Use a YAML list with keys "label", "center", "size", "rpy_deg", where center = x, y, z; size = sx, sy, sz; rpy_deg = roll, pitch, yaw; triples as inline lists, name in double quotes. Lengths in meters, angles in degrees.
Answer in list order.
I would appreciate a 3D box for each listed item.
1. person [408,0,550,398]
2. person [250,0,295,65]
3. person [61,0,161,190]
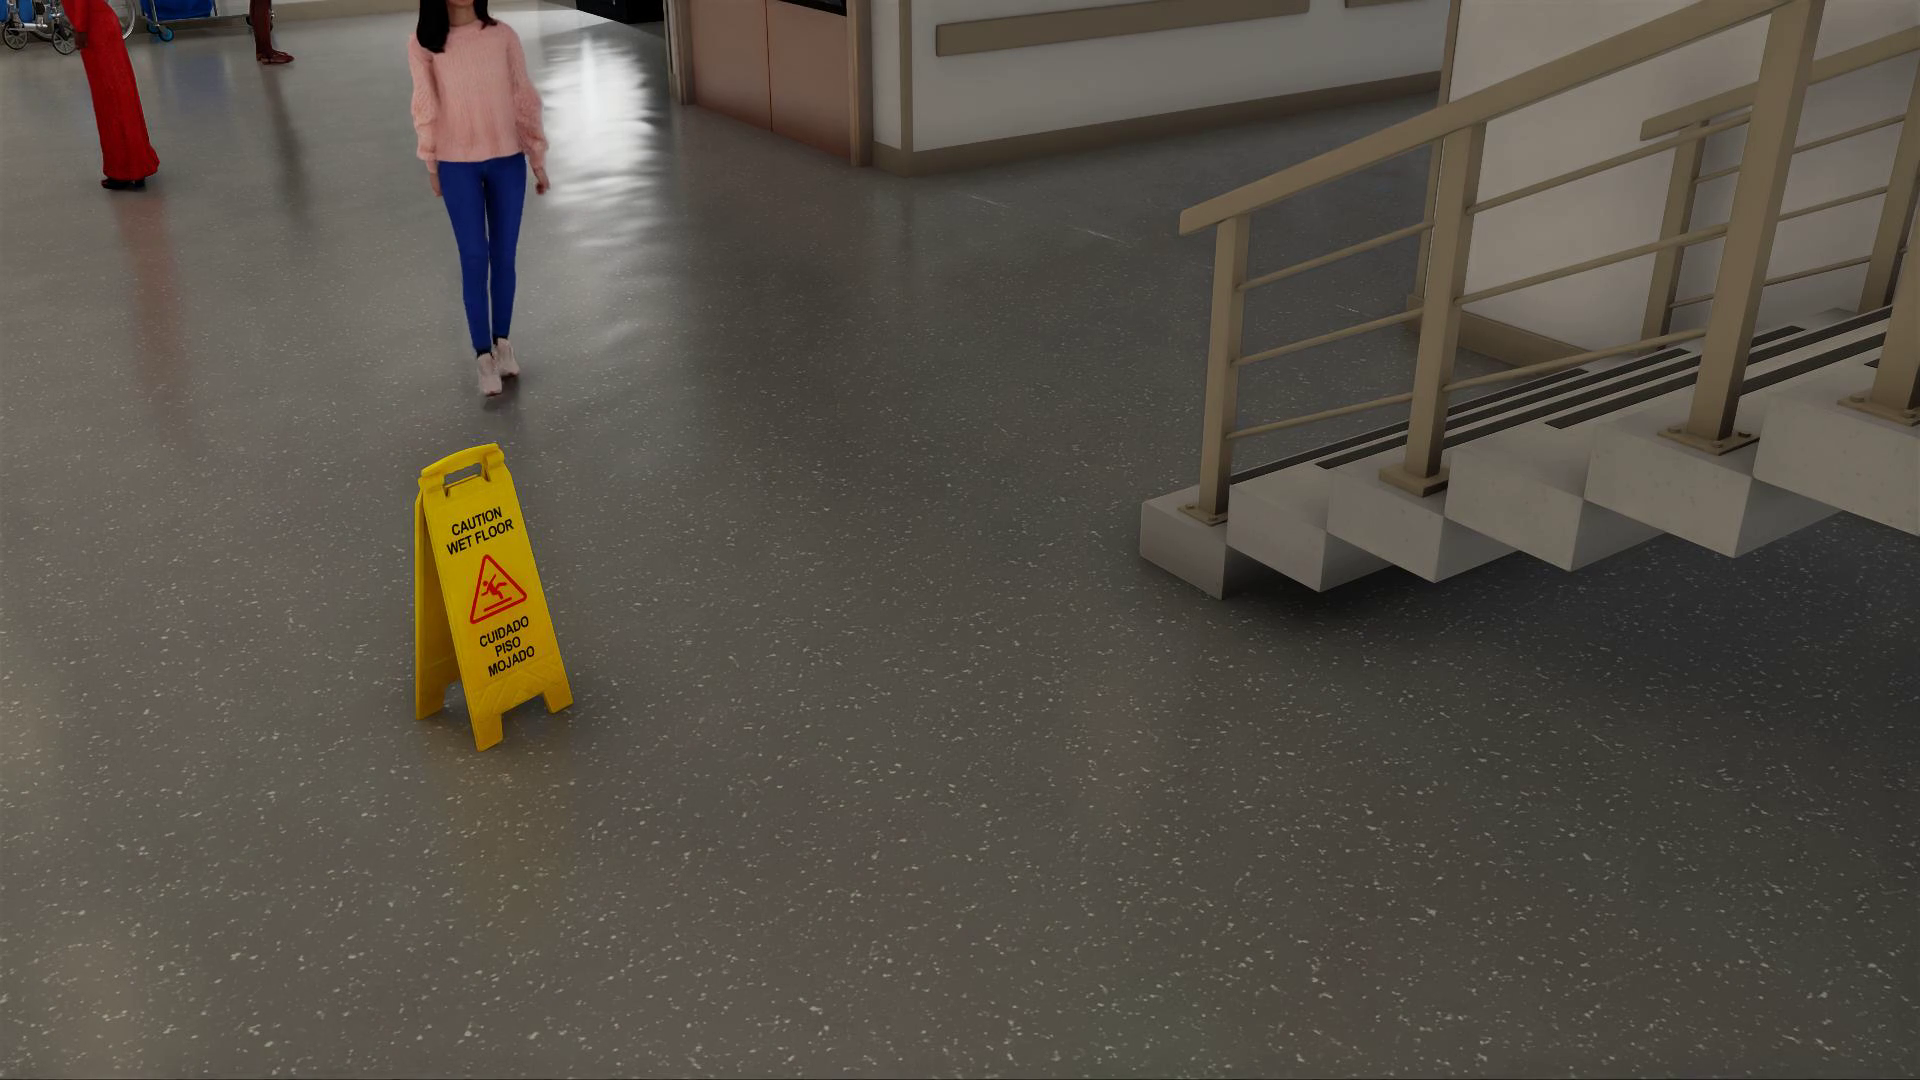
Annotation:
- label: "person"
  center: [-1.962, -1.512, 6.799]
  size: [0.710, 1.752, 0.795]
  rpy_deg: [-11, 28, -22]
- label: "person"
  center: [-5.822, -4.844, 13.744]
  size: [0.691, 1.720, 0.459]
  rpy_deg: [-14, 29, -26]
- label: "person"
  center: [-5.108, -2.994, 9.834]
  size: [0.754, 1.784, 0.628]
  rpy_deg: [-8, 27, -15]
